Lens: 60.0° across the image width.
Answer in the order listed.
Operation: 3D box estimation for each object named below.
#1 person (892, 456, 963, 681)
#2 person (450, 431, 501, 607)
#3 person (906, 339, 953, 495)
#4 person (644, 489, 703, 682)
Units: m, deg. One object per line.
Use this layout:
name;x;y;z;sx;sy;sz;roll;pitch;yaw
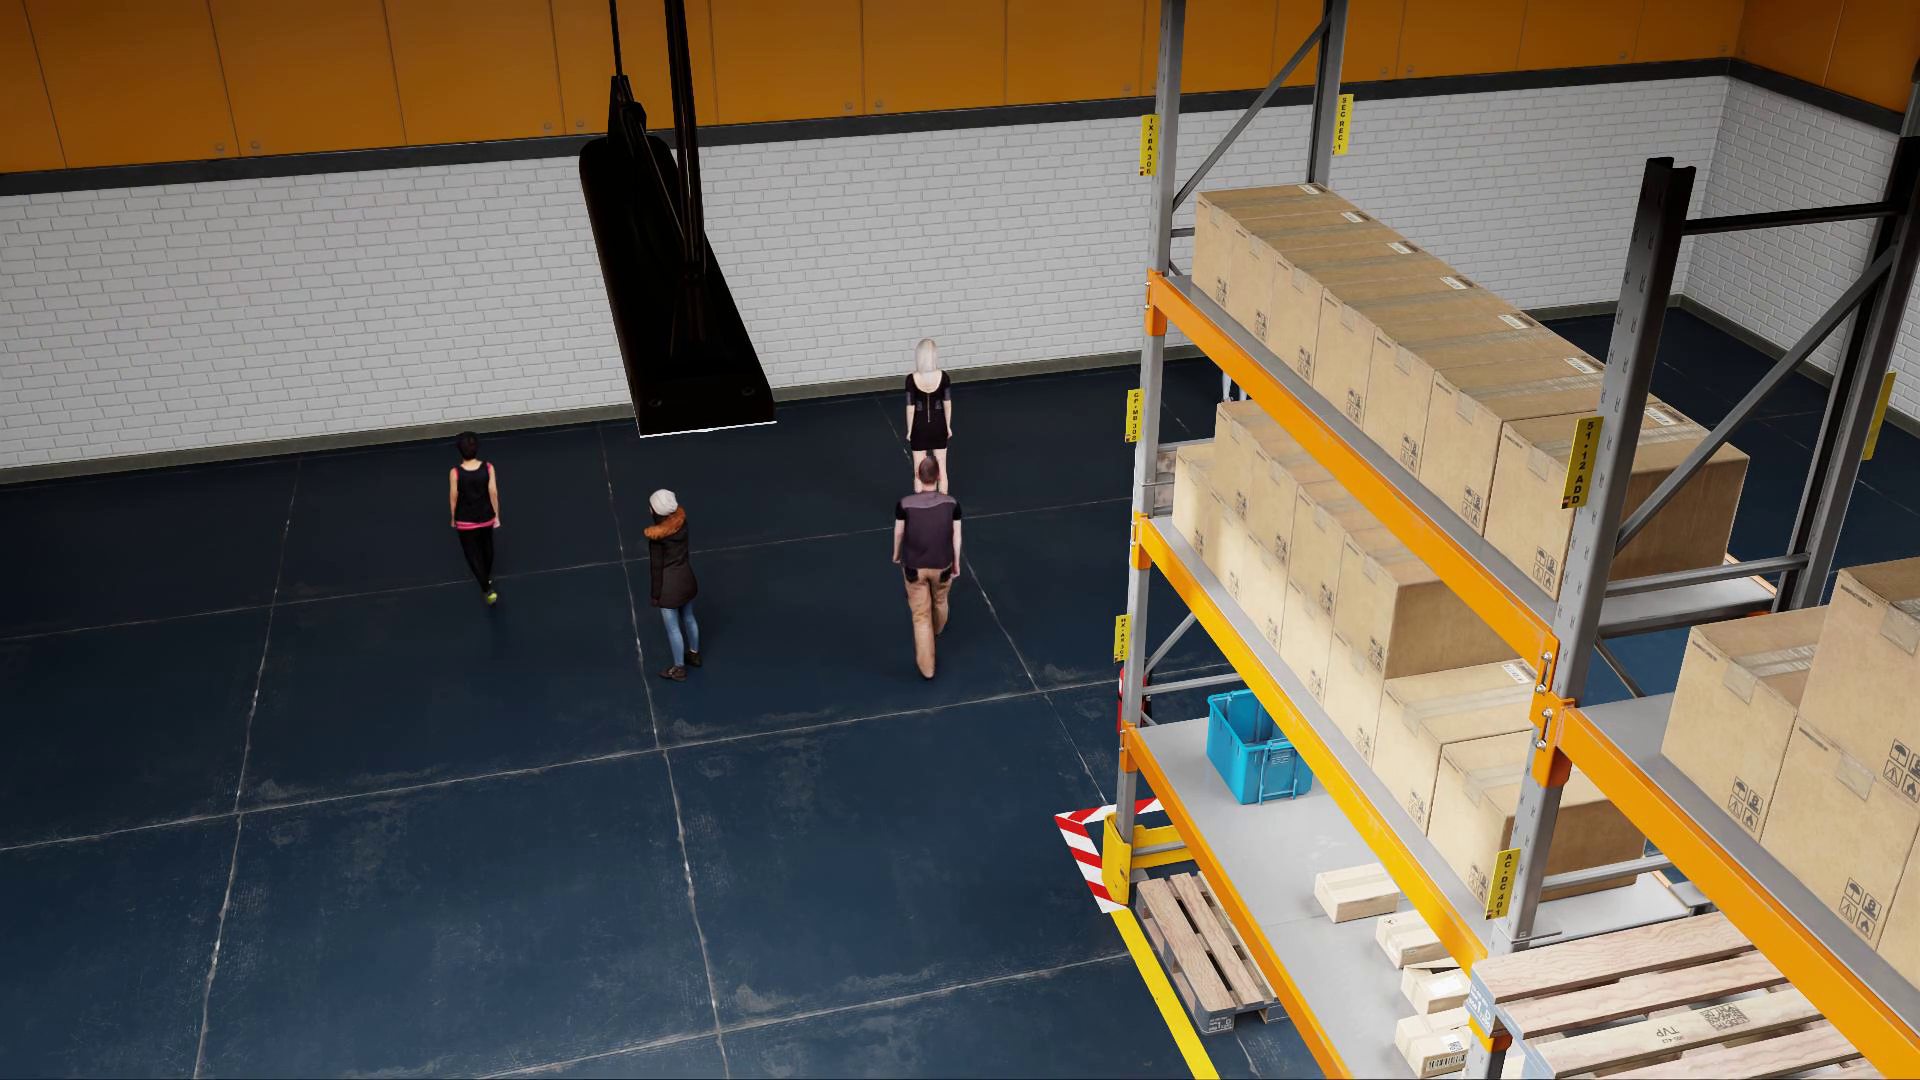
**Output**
person;-0.253;0.253;13.085;0.807;1.791;1.192;-3;29;-6
person;-4.105;-0.166;14.130;0.746;1.525;1.062;-17;33;-28
person;-0.286;-1.009;15.358;0.595;1.830;0.524;-5;29;-8
person;-2.250;0.340;13.090;0.781;1.633;0.710;13;31;22
